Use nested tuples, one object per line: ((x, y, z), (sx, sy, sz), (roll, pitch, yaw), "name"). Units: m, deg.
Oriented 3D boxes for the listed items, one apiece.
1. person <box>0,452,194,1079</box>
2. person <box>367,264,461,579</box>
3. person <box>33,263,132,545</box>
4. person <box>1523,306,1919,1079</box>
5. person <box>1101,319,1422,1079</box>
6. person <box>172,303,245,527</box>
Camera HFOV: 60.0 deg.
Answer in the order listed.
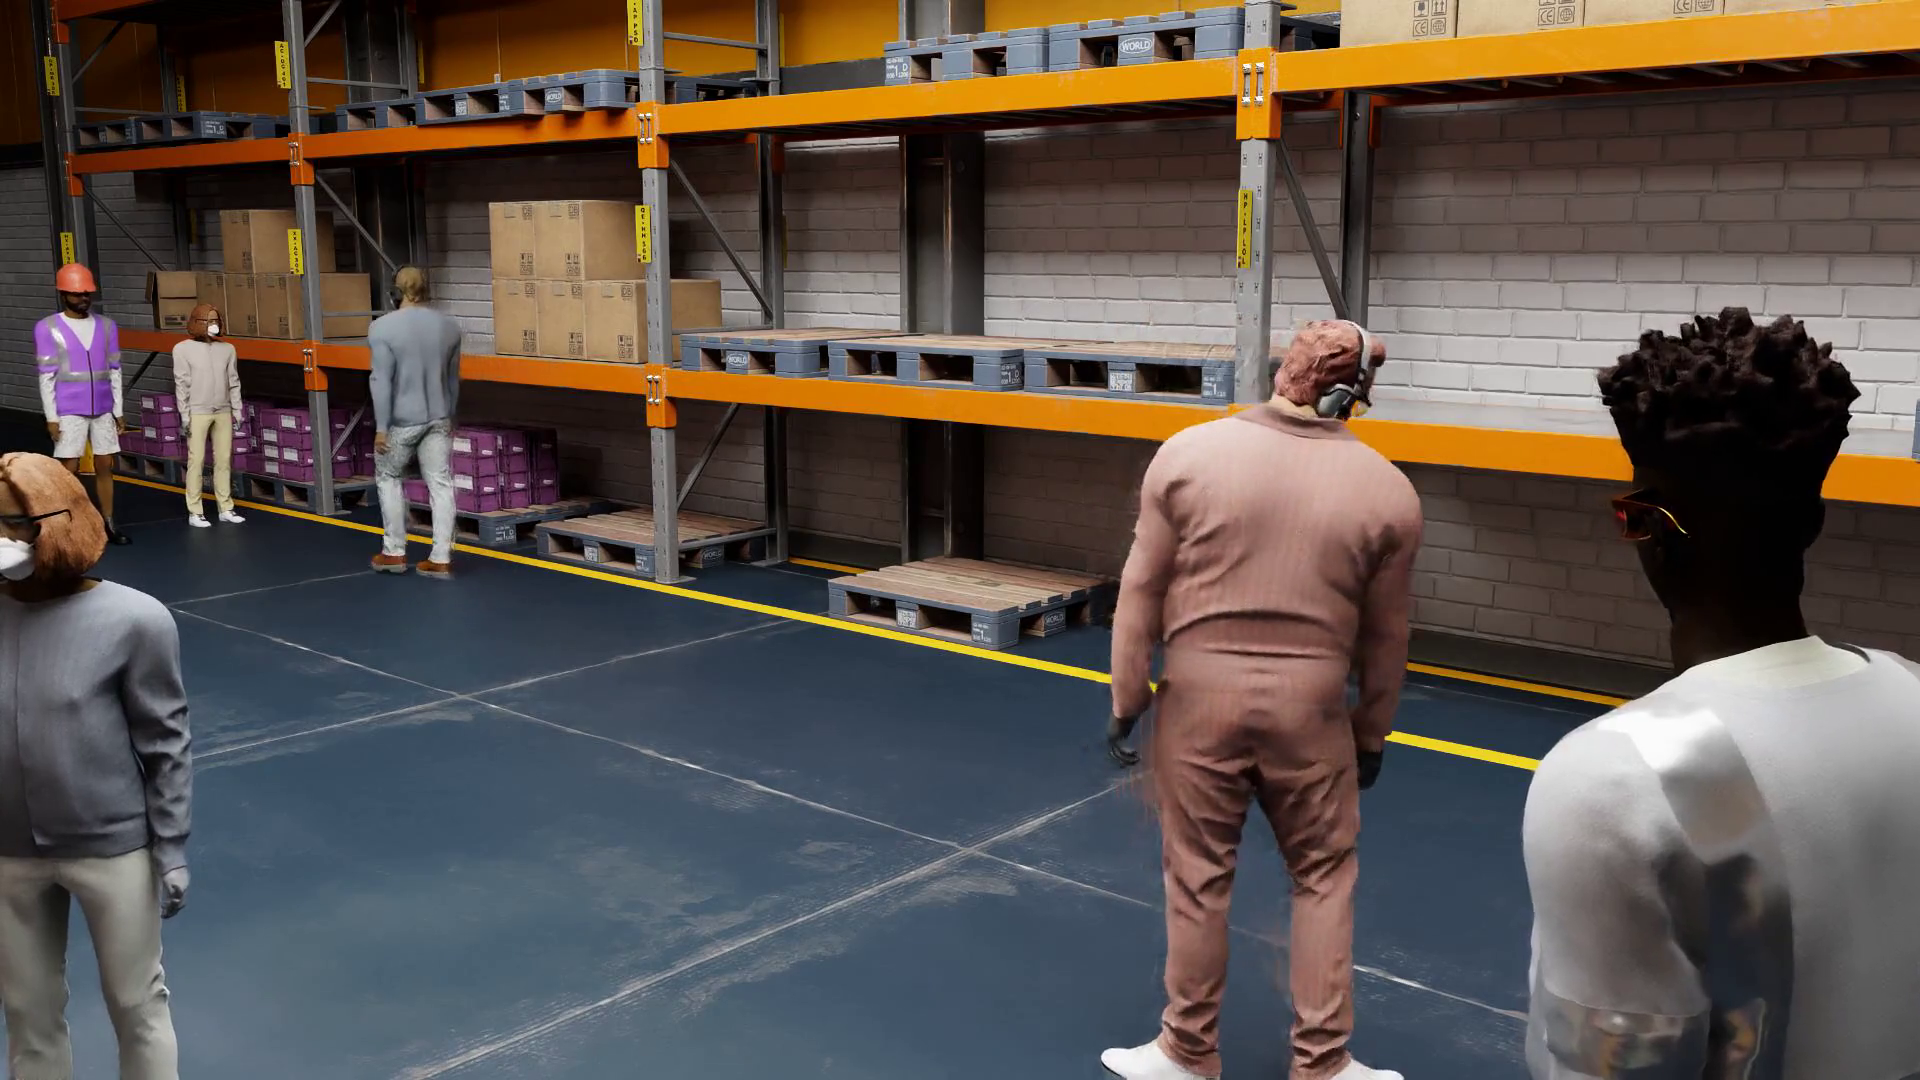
((-1.791, 0.633, 3.334), (0.501, 1.633, 0.285), (0, 10, -2), "person")
((-3.409, -0.728, 10.266), (0.758, 1.914, 0.662), (8, 13, 39), "person")
((-5.861, -0.884, 11.151), (0.415, 1.925, 0.546), (8, 13, 37), "person")
((0.777, 0.746, 1.748), (0.609, 1.963, 0.368), (-6, 12, -32), "person")
((0.683, 0.418, 3.932), (0.729, 1.864, 0.395), (0, 10, 2), "person")
((-5.476, -0.908, 12.145), (0.272, 1.629, 0.500), (7, 12, 34), "person")
